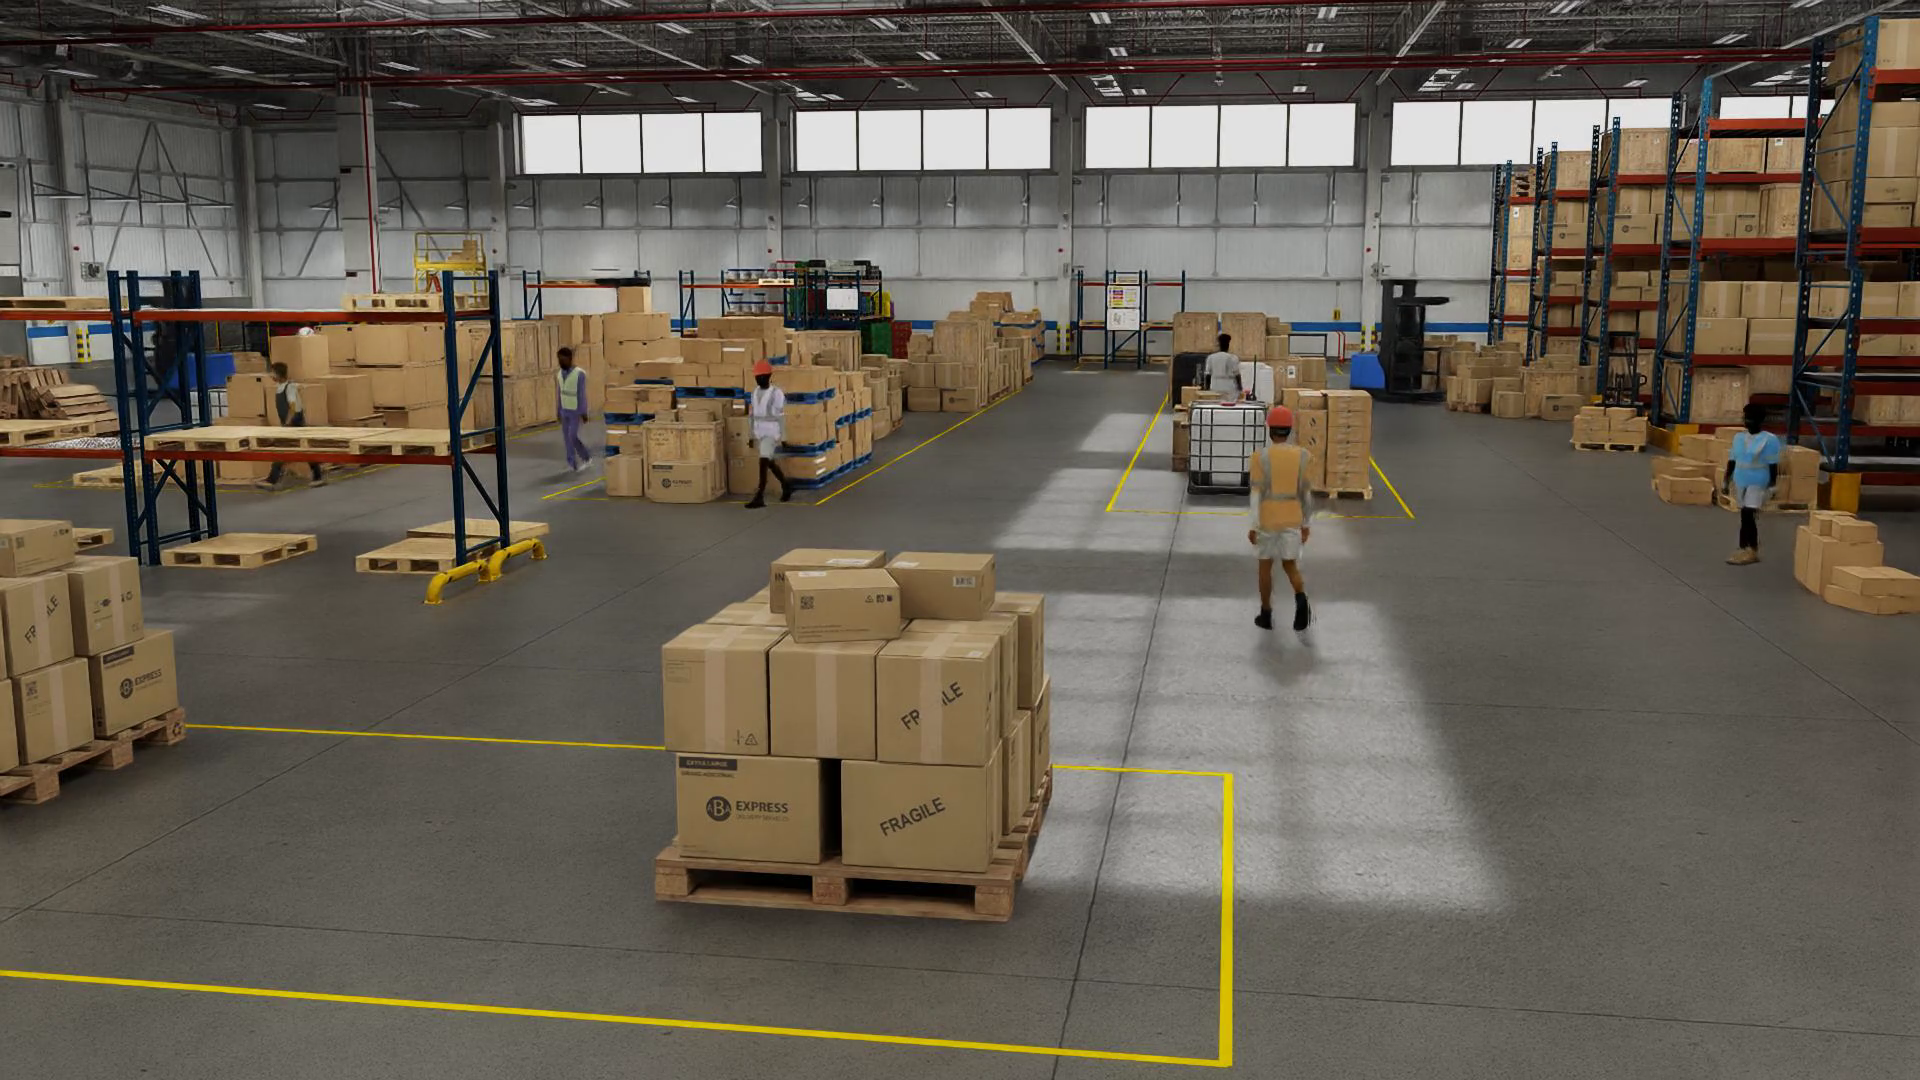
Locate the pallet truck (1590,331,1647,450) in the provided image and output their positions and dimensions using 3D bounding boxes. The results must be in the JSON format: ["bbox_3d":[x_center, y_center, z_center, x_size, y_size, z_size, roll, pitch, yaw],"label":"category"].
[{"bbox_3d":[11.253,-2.573,28.499,0.823,1.965,1.885,5,10,27],"label":"pallet truck"}]

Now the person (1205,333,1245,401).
[{"bbox_3d":[4.661,-2.625,29.010,0.613,1.939,0.798,7,12,38],"label":"person"}]

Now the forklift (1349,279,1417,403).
[{"bbox_3d":[10.104,-4.640,38.534,1.129,2.768,1.873,-7,12,-38],"label":"forklift"}]

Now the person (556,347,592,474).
[{"bbox_3d":[-5.791,-1.926,24.846,0.636,1.887,0.441,8,12,40],"label":"person"}]

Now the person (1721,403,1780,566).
[{"bbox_3d":[8.034,-0.562,17.067,0.722,1.667,0.548,-4,10,-22],"label":"person"}]

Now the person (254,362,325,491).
[{"bbox_3d":[-9.294,-1.569,23.000,0.524,1.779,1.011,7,11,35],"label":"person"}]

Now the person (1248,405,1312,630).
[{"bbox_3d":[2.693,-0.159,13.887,0.551,1.919,0.703,-2,9,-10],"label":"person"}]

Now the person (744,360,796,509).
[{"bbox_3d":[-2.449,-1.384,21.498,0.556,1.905,0.944,8,12,40],"label":"person"}]

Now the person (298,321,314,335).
[{"bbox_3d":[-16.653,-4.788,42.591,0.582,1.860,0.434,4,10,24],"label":"person"}]

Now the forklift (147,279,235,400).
[{"bbox_3d":[-18.069,-4.680,38.781,1.873,2.768,1.129,1,9,9],"label":"forklift"}]

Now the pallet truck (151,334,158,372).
[{"bbox_3d":[-21.869,-5.598,47.154,0.823,1.965,1.885,4,10,26],"label":"pallet truck"}]

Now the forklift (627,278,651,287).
[{"bbox_3d":[-8.733,-5.757,45.420,1.873,2.768,1.129,1,9,9],"label":"forklift"}]
